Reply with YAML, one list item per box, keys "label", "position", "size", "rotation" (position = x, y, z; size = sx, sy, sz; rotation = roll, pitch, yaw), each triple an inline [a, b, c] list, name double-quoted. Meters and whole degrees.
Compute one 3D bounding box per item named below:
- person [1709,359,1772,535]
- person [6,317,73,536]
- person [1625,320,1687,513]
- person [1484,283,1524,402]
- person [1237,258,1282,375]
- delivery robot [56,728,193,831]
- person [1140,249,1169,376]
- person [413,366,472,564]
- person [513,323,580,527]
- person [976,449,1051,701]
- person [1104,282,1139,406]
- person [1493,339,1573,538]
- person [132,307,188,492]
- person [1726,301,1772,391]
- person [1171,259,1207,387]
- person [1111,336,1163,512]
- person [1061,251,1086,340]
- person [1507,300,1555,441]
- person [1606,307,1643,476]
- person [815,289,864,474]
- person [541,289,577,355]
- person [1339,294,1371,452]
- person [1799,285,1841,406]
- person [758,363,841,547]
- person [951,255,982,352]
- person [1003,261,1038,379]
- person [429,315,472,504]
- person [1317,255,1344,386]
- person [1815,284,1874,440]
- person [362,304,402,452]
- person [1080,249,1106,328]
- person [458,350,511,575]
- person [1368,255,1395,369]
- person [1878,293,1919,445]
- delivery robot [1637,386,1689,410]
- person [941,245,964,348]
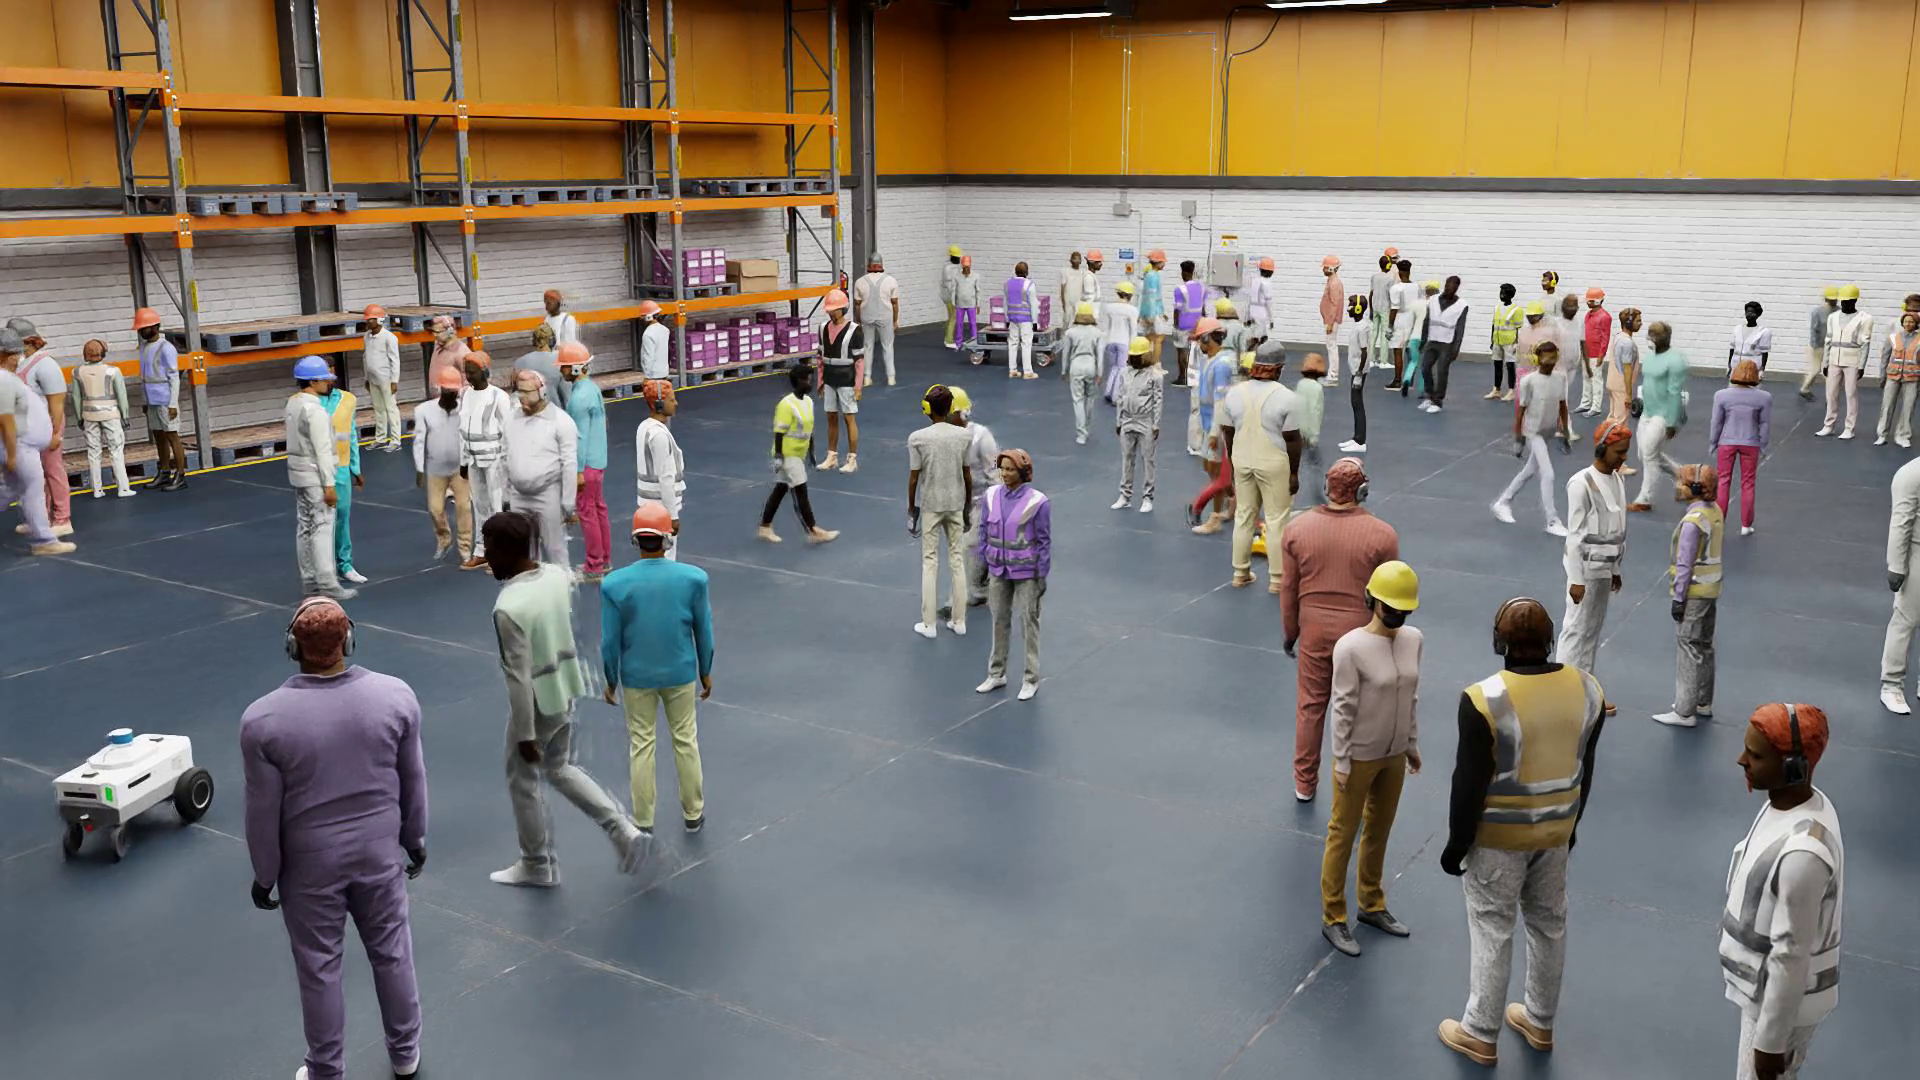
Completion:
- label: "person"
  position: [7.214, -0.860, 15.426]
  size: [0.501, 1.633, 0.282]
  rotation: [5, 14, 22]
- label: "person"
  position: [-8.546, -1.036, 15.301]
  size: [0.673, 2.000, 0.536]
  rotation: [8, 15, 33]
- label: "person"
  position: [6.935, -1.209, 16.344]
  size: [0.731, 1.914, 0.628]
  rotation: [-2, 13, -7]
- label: "person"
  position: [7.810, -2.831, 23.837]
  size: [0.317, 1.697, 0.540]
  rotation: [-7, 15, -29]
- label: "person"
  position: [4.787, -3.597, 26.764]
  size: [0.939, 1.891, 0.568]
  rotation: [-4, 14, -17]
- label: "delivery robot"
  position: [-4.302, 1.216, 8.581]
  size: [0.477, 0.478, 0.707]
  rotation: [2, 13, 10]
- label: "person"
  position: [3.106, -3.633, 26.629]
  size: [0.447, 2.029, 0.643]
  rotation: [-2, 13, -10]
- label: "person"
  position: [-4.351, -0.636, 14.227]
  size: [0.602, 1.735, 0.519]
  rotation: [-4, 14, -17]
- label: "person"
  position: [-3.886, -1.080, 15.725]
  size: [0.629, 1.936, 0.373]
  rotation: [4, 13, 15]
- label: "person"
  position: [0.350, 0.215, 10.747]
  size: [0.513, 1.642, 0.313]
  rotation: [8, 15, 33]
- label: "person"
  position: [2.264, -2.761, 23.448]
  size: [0.530, 1.736, 0.492]
  rotation: [10, 16, 37]
- label: "person"
  position: [5.392, -0.989, 15.591]
  size: [0.506, 1.818, 0.964]
  rotation: [-7, 15, -28]
- label: "person"
  position: [-8.382, -1.463, 17.384]
  size: [0.542, 1.935, 0.376]
  rotation: [8, 15, 33]
- label: "person"
  position: [9.853, -2.141, 20.837]
  size: [0.316, 1.700, 0.540]
  rotation: [-9, 16, -33]
- label: "person"
  position: [3.516, -3.262, 25.186]
  size: [0.606, 1.945, 0.658]
  rotation: [-8, 15, -31]
- label: "person"
  position: [1.751, -1.141, 16.410]
  size: [0.483, 1.742, 0.312]
  rotation: [8, 15, 33]
- label: "person"
  position: [2.035, -4.300, 29.976]
  size: [0.502, 1.811, 0.945]
  rotation: [-2, 13, -7]
- label: "person"
  position: [7.124, -2.095, 20.562]
  size: [0.734, 1.746, 0.528]
  rotation: [-10, 17, -38]
- label: "person"
  position: [7.317, -1.640, 18.349]
  size: [0.345, 1.846, 0.507]
  rotation: [1, 13, 5]
- label: "person"
  position: [-1.345, -1.747, 18.383]
  size: [0.605, 2.041, 0.393]
  rotation: [8, 15, 33]
- label: "person"
  position: [-4.933, -2.209, 20.793]
  size: [0.578, 1.861, 0.785]
  rotation: [7, 15, 27]
- label: "person"
  position: [4.715, -1.980, 19.771]
  size: [0.309, 1.868, 0.535]
  rotation: [2, 13, 9]
- label: "person"
  position: [12.188, -2.753, 23.450]
  size: [0.528, 1.717, 0.728]
  rotation: [2, 13, 7]
- label: "person"
  position: [-1.484, -0.762, 14.936]
  size: [0.822, 1.648, 0.542]
  rotation: [3, 13, 14]
- label: "person"
  position: [0.108, -4.246, 29.887]
  size: [0.557, 1.743, 0.360]
  rotation: [2, 13, 8]
- label: "person"
  position: [0.984, -3.474, 26.309]
  size: [0.633, 1.844, 0.429]
  rotation: [10, 17, 38]
- label: "person"
  position: [-5.161, -1.321, 16.856]
  size: [0.660, 1.907, 0.404]
  rotation: [13, 18, 43]
- label: "person"
  position: [5.664, -3.355, 25.459]
  size: [0.395, 1.993, 0.616]
  rotation: [3, 13, 13]
- label: "person"
  position: [10.995, -2.215, 20.691]
  size: [0.387, 1.919, 0.580]
  rotation: [-8, 15, -30]
- label: "person"
  position: [-6.904, -1.927, 19.790]
  size: [0.561, 1.753, 0.332]
  rotation: [8, 15, 33]
- label: "person"
  position: [2.091, -3.571, 26.306]
  size: [0.401, 2.039, 0.609]
  rotation: [2, 13, 8]
- label: "person"
  position: [-3.990, -0.650, 13.968]
  size: [0.573, 1.885, 0.357]
  rotation: [8, 15, 33]
- label: "person"
  position: [7.000, -3.780, 27.575]
  size: [0.334, 1.873, 0.521]
  rotation: [-9, 16, -34]
- label: "person"
  position: [11.541, -2.095, 20.317]
  size: [0.524, 1.853, 0.468]
  rotation: [5, 14, 19]
- label: "delivery robot"
  position: [9.352, -1.908, 22.134]
  size: [0.477, 0.478, 0.707]
  rotation: [-3, 13, -15]
- label: "person"
  position: [-0.127, -4.456, 30.472]
  size: [0.430, 1.894, 0.616]
  rotation: [3, 13, 11]
